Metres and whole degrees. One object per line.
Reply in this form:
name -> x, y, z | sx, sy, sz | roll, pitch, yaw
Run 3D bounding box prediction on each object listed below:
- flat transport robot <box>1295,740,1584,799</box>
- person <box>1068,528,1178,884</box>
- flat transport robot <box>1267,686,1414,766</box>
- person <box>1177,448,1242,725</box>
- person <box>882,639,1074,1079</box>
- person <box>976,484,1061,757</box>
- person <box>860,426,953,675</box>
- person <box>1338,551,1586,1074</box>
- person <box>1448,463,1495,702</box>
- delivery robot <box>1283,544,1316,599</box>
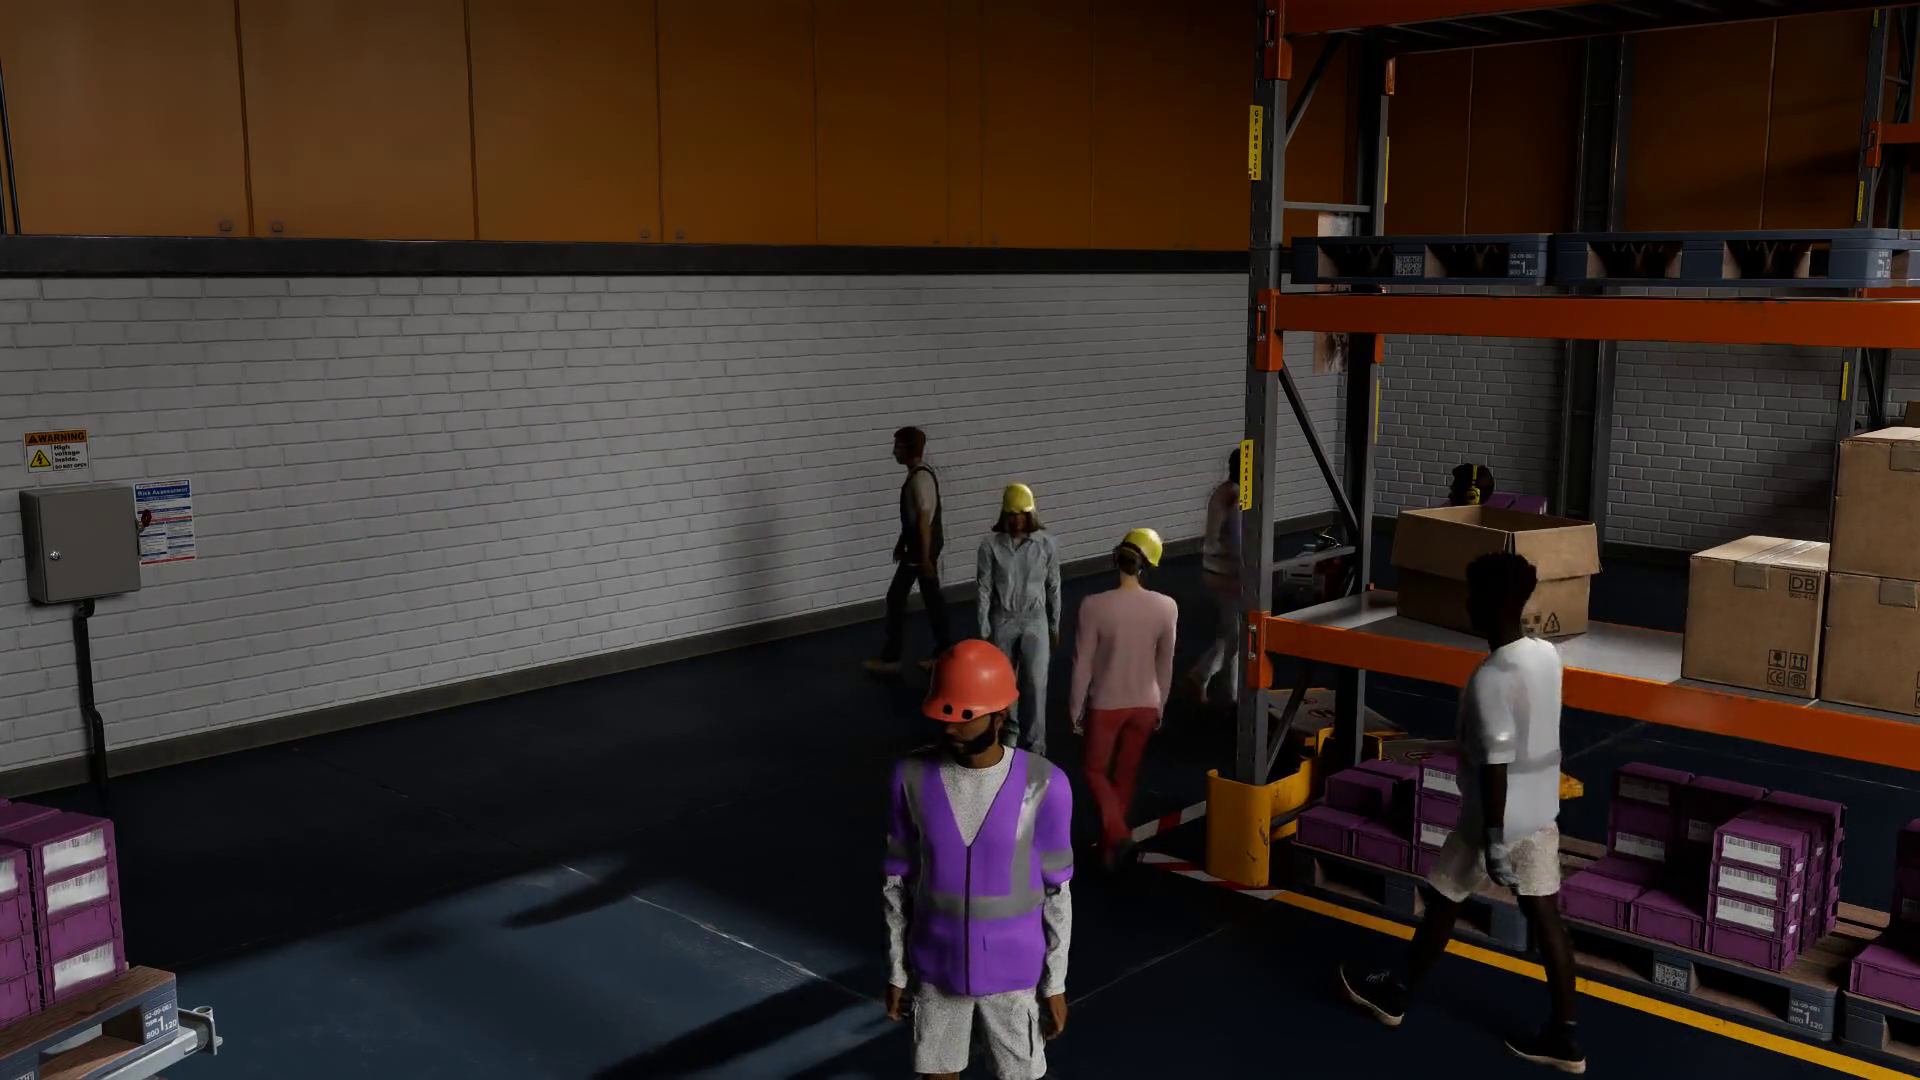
flat transport robot -> 2.681, 1.300, 9.351 | 1.431, 0.197, 0.652 | -2, 9, -11
person -> 0.801, 0.808, 7.942 | 0.547, 1.721, 0.585 | -3, 10, -15
flat transport robot -> 2.222, 1.145, 10.305 | 0.652, 0.197, 1.431 | -2, 9, -10
person -> 1.756, 0.302, 10.730 | 0.481, 1.822, 0.646 | 0, 9, -1
person -> 0.043, 1.221, 4.746 | 0.549, 1.933, 0.373 | 2, 9, 11
person -> 0.341, 0.519, 9.778 | 0.490, 1.694, 0.875 | 1, 9, 6
person -> -0.404, 0.081, 12.118 | 0.814, 1.815, 0.538 | 1, 9, 4
person -> 1.954, 0.982, 6.261 | 0.612, 1.913, 0.993 | -9, 13, -42
person -> 2.850, 0.499, 9.374 | 0.329, 1.873, 0.512 | 2, 10, 15
delivery robot -> 3.035, 0.278, 14.462 | 0.477, 0.478, 0.707 | 4, 10, 21
